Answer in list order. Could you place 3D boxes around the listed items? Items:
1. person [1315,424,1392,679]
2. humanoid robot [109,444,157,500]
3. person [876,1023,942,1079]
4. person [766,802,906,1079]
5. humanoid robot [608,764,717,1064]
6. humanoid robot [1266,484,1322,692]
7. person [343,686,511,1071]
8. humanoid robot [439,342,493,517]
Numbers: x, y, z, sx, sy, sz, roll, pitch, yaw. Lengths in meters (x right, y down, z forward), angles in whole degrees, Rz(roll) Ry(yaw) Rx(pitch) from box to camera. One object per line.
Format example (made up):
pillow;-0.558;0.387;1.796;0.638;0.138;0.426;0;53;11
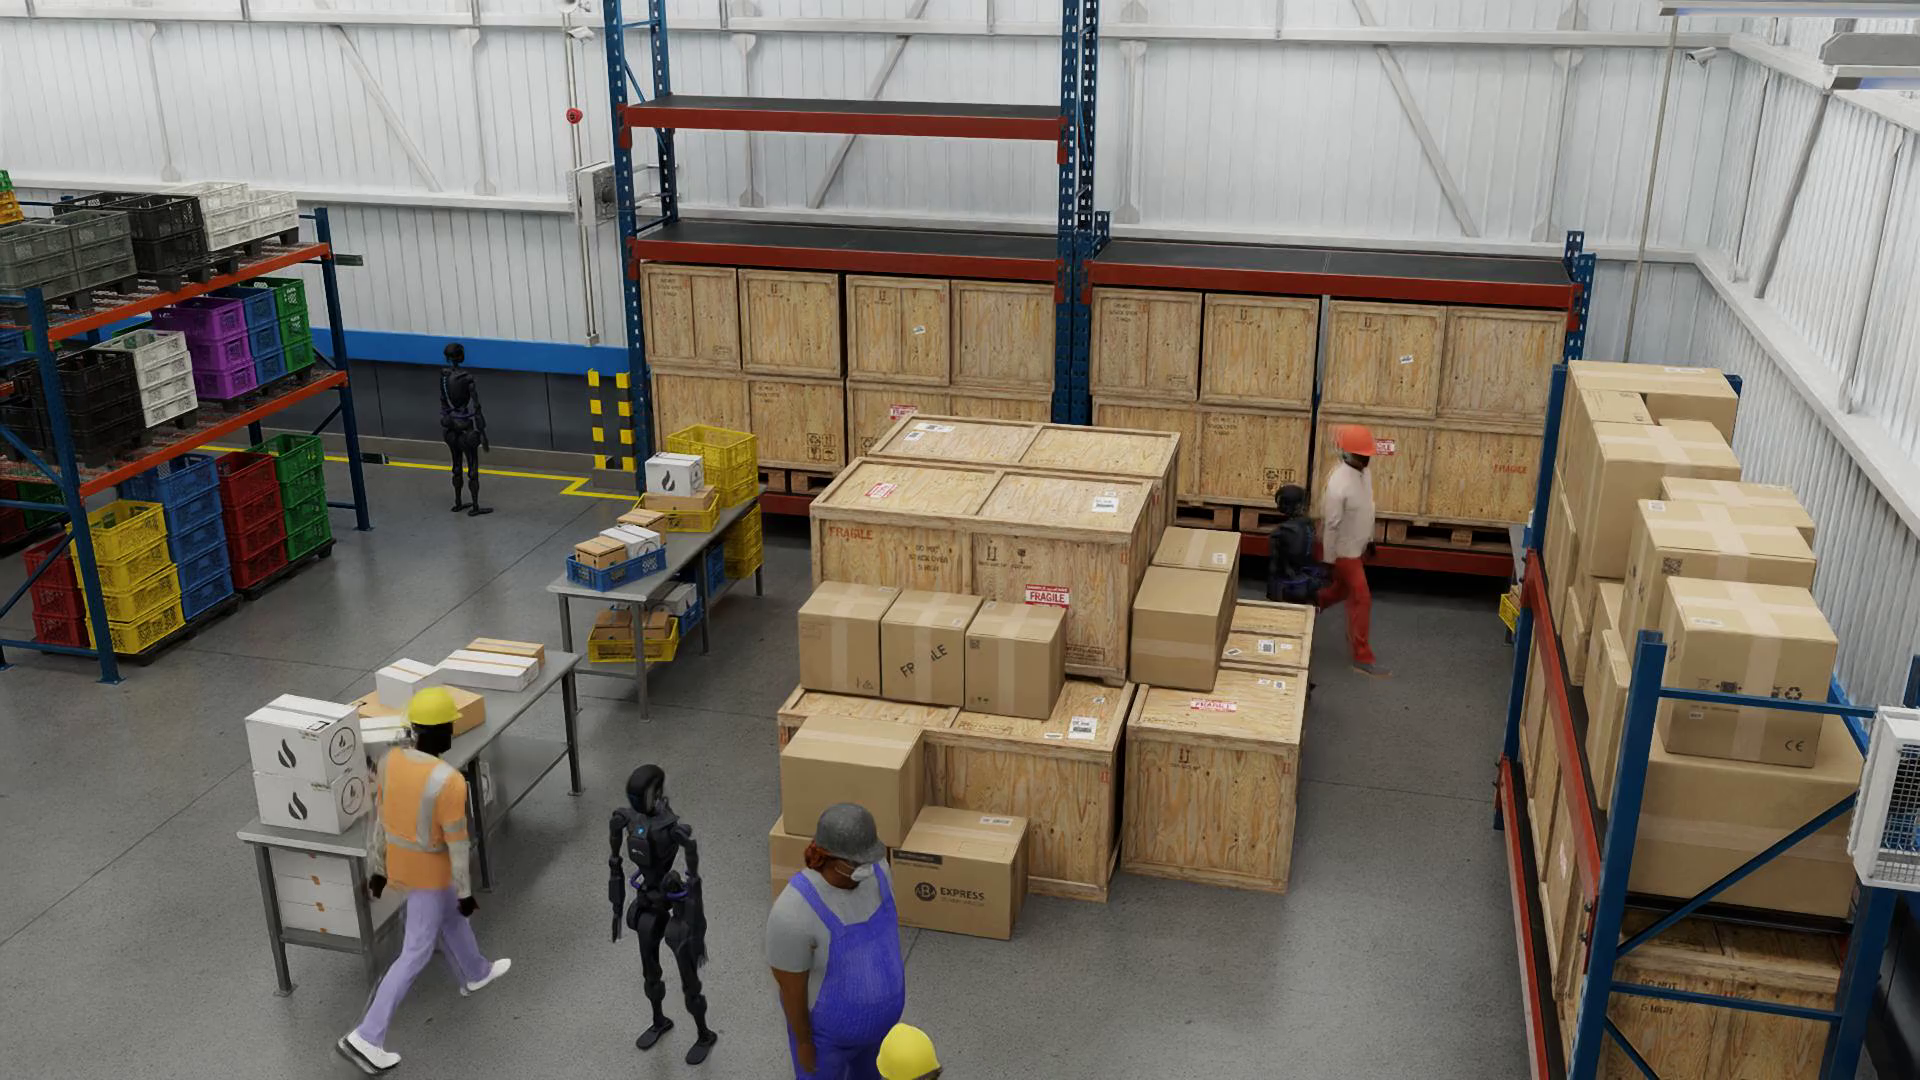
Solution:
person;2.908;0.037;12.588;0.906;1.952;0.614;12;24;29
humanoid robot;-7.643;-0.883;15.409;0.589;1.637;0.673;13;24;30
person;-0.175;2.575;6.213;0.532;1.765;0.325;-19;28;-40
person;-0.482;2.032;7.250;0.535;2.000;0.685;19;28;40
humanoid robot;-1.472;1.843;8.249;0.573;1.648;0.349;10;23;24
humanoid robot;2.403;0.403;12.015;0.420;1.630;0.652;16;26;37
person;-2.775;1.684;8.437;0.613;1.852;1.049;14;25;33
humanoid robot;-4.731;-1.067;15.840;0.610;1.661;0.314;15;25;33
